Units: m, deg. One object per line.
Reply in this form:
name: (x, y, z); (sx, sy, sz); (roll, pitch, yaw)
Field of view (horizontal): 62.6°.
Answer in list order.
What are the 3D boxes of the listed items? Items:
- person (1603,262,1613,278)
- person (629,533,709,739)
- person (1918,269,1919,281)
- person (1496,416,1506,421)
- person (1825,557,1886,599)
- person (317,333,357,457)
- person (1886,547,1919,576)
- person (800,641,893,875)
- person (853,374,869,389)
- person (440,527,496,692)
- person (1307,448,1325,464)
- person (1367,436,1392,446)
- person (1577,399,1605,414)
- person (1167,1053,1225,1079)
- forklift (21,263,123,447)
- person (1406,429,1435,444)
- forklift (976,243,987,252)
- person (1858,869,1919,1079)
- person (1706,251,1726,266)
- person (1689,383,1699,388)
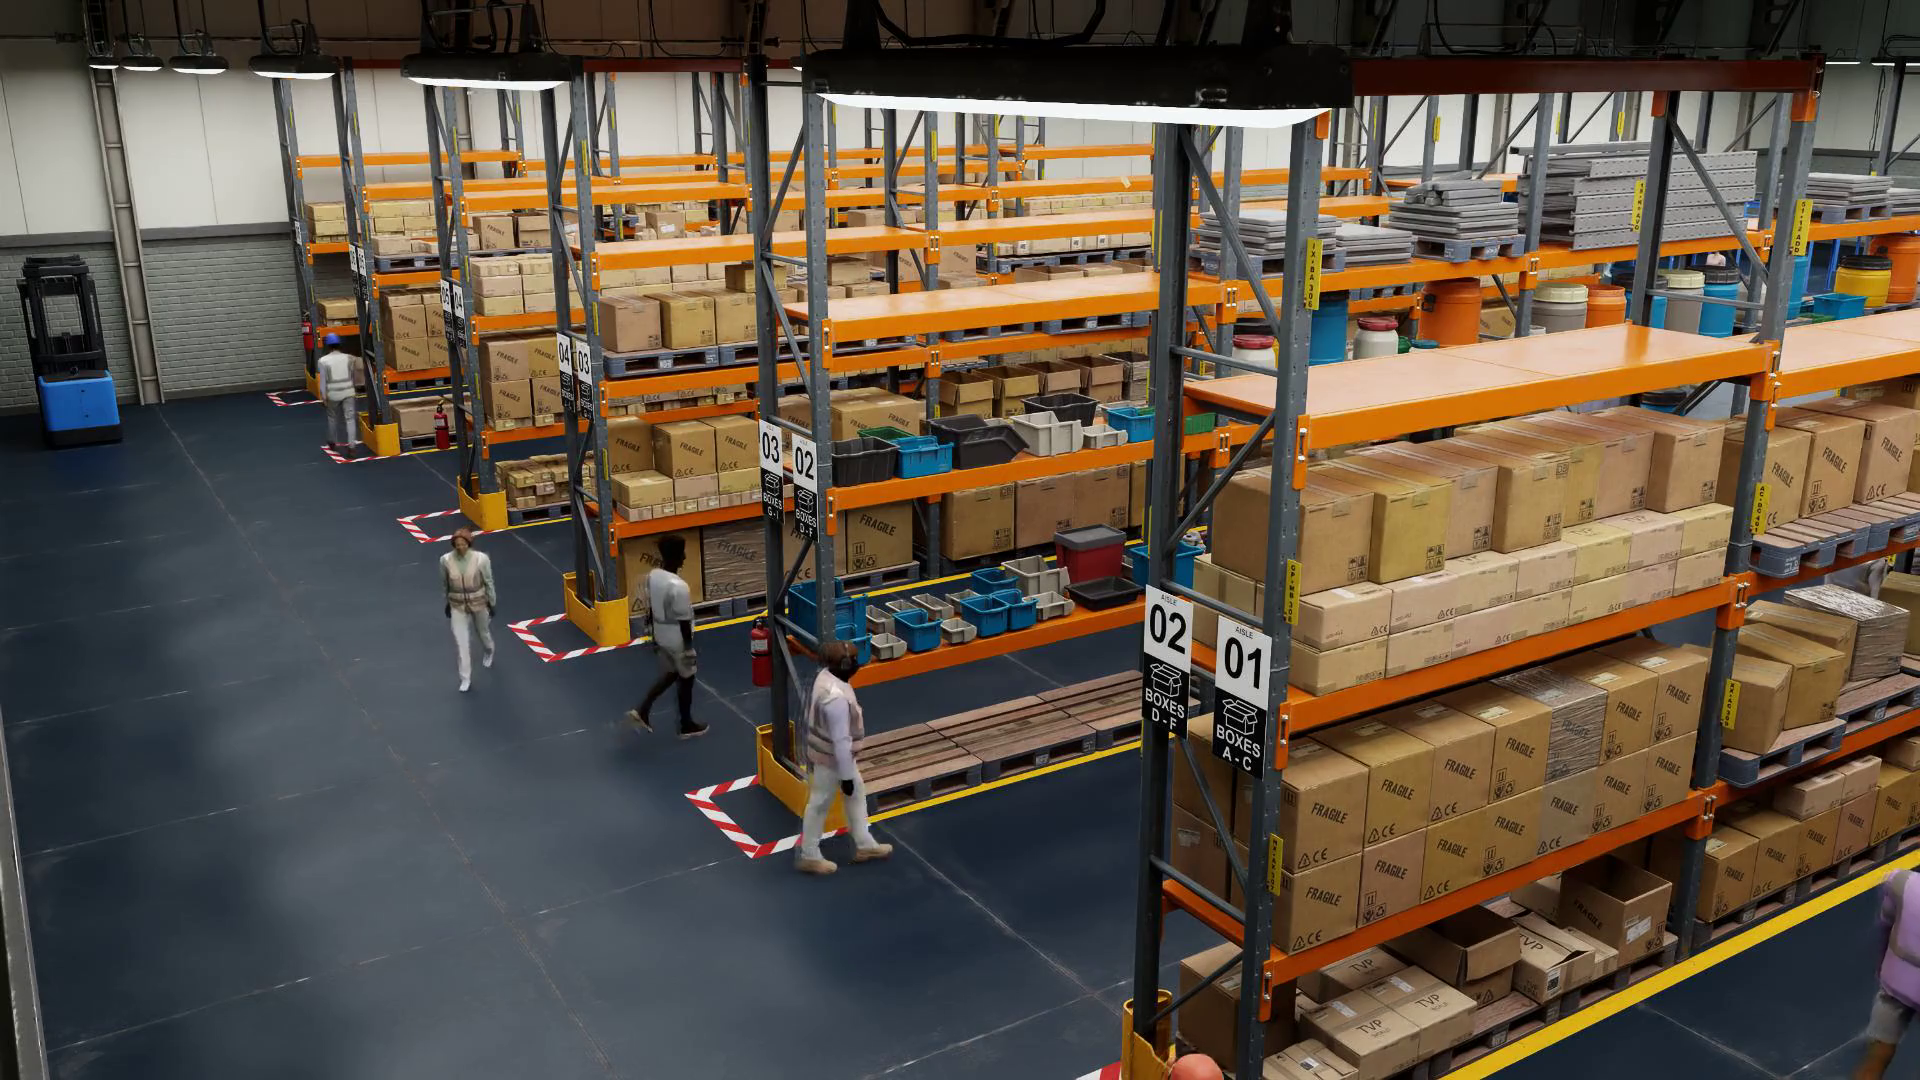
person: (18.326, -8.352, 44.657); (0.498, 1.855, 0.539); (-4, 17, -13)
person: (-2.627, 0.889, 14.199); (0.630, 1.948, 0.611); (-12, 21, -35)
person: (21.583, -5.617, 35.634); (0.611, 1.883, 0.676); (8, 19, 24)
person: (6.879, -0.918, 20.426); (0.300, 1.772, 0.532); (-12, 20, -33)
person: (8.672, 0.614, 15.302); (0.403, 1.827, 0.600); (-6, 18, -20)
person: (-9.744, -2.293, 24.722); (0.602, 1.888, 0.962); (-12, 20, -34)
person: (9.935, 0.269, 16.419); (0.404, 1.837, 0.588); (-9, 19, -28)
person: (-0.852, 1.649, 11.945); (0.845, 1.795, 0.764); (-2, 17, -6)
person: (-1.328, -1.381, 21.787); (0.597, 1.878, 0.990); (14, 22, 39)
person: (-4.857, 0.619, 15.670); (0.521, 1.607, 0.774); (-2, 17, -7)
person: (4.424, -0.943, 20.269); (0.559, 1.911, 0.593); (-13, 21, -37)
person: (4.858, -0.411, 18.522); (0.577, 1.919, 0.544); (-9, 19, -26)
person: (8.874, -1.595, 22.488); (0.940, 1.860, 0.577); (-5, 18, -16)
person: (1.016, 3.106, 6.905); (0.611, 1.967, 0.613); (-9, 19, -28)
forklift: (-14.518, -3.079, 25.708); (1.129, 2.768, 1.873); (-10, 20, -31)
person: (6.155, -1.143, 20.907); (0.904, 1.926, 0.642); (-16, 23, -42)
forklift: (0.988, -5.474, 34.718); (1.214, 2.155, 2.313); (-10, 20, -31)
person: (5.461, 2.491, 8.870); (1.011, 1.995, 0.634); (-11, 20, -31)
person: (18.221, -6.331, 38.177); (0.331, 1.768, 0.526); (-8, 19, -24)
person: (14.002, -3.890, 29.801); (0.613, 1.985, 0.756); (4, 17, 12)
